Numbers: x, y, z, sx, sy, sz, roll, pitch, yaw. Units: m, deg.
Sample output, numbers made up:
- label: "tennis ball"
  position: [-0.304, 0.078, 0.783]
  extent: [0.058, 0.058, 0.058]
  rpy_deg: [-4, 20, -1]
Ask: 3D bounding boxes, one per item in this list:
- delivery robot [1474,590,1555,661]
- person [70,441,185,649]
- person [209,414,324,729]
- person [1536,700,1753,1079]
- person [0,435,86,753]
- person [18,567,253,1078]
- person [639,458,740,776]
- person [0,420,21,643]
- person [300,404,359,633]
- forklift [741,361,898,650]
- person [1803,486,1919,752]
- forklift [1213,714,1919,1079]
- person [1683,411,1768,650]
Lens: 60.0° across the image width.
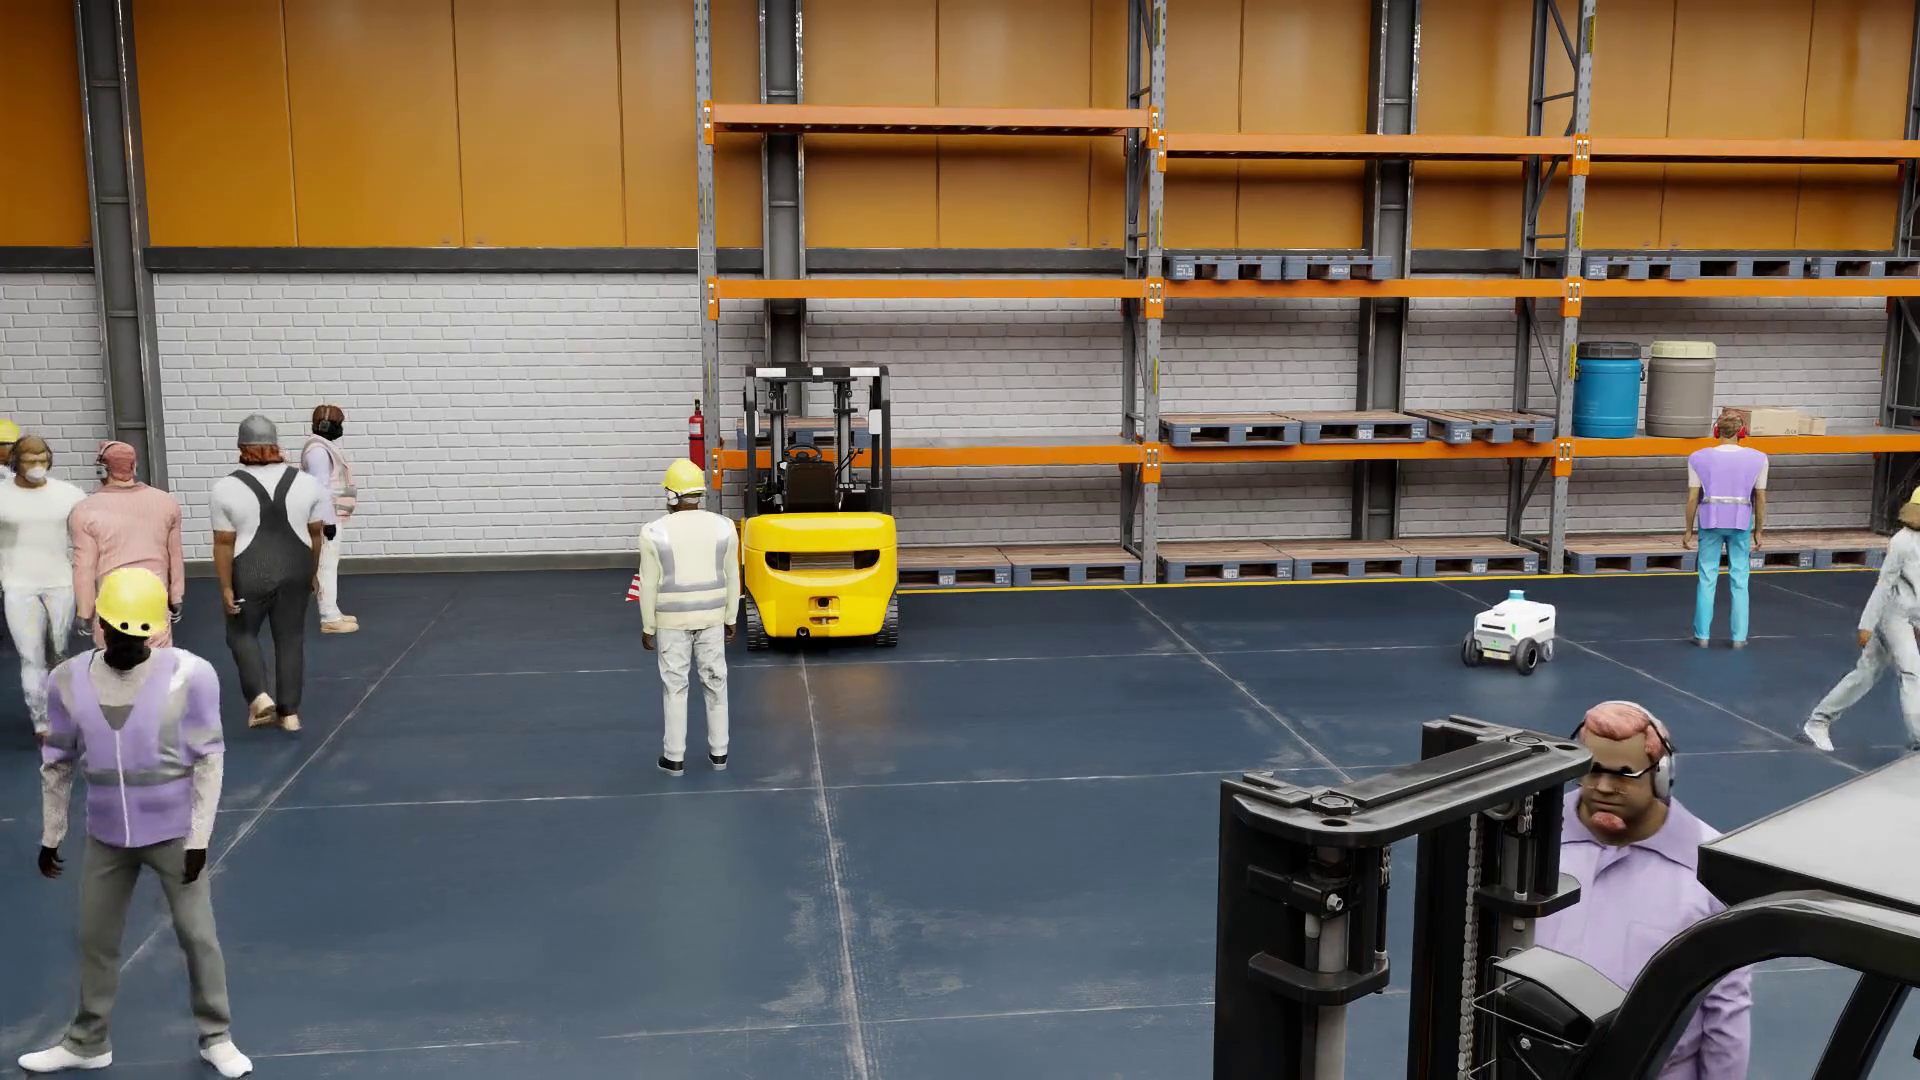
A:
- label: "delivery robot"
  position: [4.079, 0.610, 12.218]
  extent: [0.477, 0.478, 0.707]
  rpy_deg: [8, 13, 43]
- label: "person"
  position: [-4.938, 0.364, 9.872]
  extent: [0.409, 1.905, 0.651]
  rpy_deg: [7, 11, 37]
- label: "person"
  position: [-4.361, 0.199, 10.476]
  extent: [0.690, 2.000, 0.538]
  rpy_deg: [-7, 11, -37]
- label: "person"
  position: [1.531, 1.309, 3.998]
  extent: [0.639, 1.900, 0.401]
  rpy_deg: [7, 11, 37]
- label: "person"
  position: [-5.630, 0.309, 10.222]
  extent: [0.652, 1.902, 0.842]
  rpy_deg: [-8, 12, -40]
- label: "person"
  position: [-3.008, 1.016, 5.889]
  extent: [0.823, 1.889, 0.395]
  rpy_deg: [0, 9, -2]
- label: "person"
  position: [-1.561, 0.443, 9.591]
  extent: [0.590, 1.837, 0.403]
  rpy_deg: [-4, 10, -24]
- label: "person"
  position: [-7.349, -0.038, 12.793]
  extent: [0.955, 1.783, 0.613]
  rpy_deg: [1, 9, 8]
- label: "person"
  position: [-5.093, -0.176, 13.455]
  extent: [0.430, 1.839, 0.619]
  rpy_deg: [-3, 10, -19]
- label: "forklift"
  position: [-1.154, -0.340, 13.365]
  extent: [1.214, 2.155, 2.313]
  rpy_deg: [-1, 9, -7]
- label: "person"
  position: [5.484, 0.481, 9.845]
  extent: [0.886, 1.686, 0.522]
  rpy_deg: [8, 12, 40]
- label: "forklift"
  position: [1.441, 1.425, 2.350]
  extent: [1.214, 2.155, 2.313]
  rpy_deg: [-7, 12, -39]
- label: "person"
  position: [5.866, -0.068, 12.777]
  extent: [0.563, 1.837, 0.395]
  rpy_deg: [3, 10, 20]
